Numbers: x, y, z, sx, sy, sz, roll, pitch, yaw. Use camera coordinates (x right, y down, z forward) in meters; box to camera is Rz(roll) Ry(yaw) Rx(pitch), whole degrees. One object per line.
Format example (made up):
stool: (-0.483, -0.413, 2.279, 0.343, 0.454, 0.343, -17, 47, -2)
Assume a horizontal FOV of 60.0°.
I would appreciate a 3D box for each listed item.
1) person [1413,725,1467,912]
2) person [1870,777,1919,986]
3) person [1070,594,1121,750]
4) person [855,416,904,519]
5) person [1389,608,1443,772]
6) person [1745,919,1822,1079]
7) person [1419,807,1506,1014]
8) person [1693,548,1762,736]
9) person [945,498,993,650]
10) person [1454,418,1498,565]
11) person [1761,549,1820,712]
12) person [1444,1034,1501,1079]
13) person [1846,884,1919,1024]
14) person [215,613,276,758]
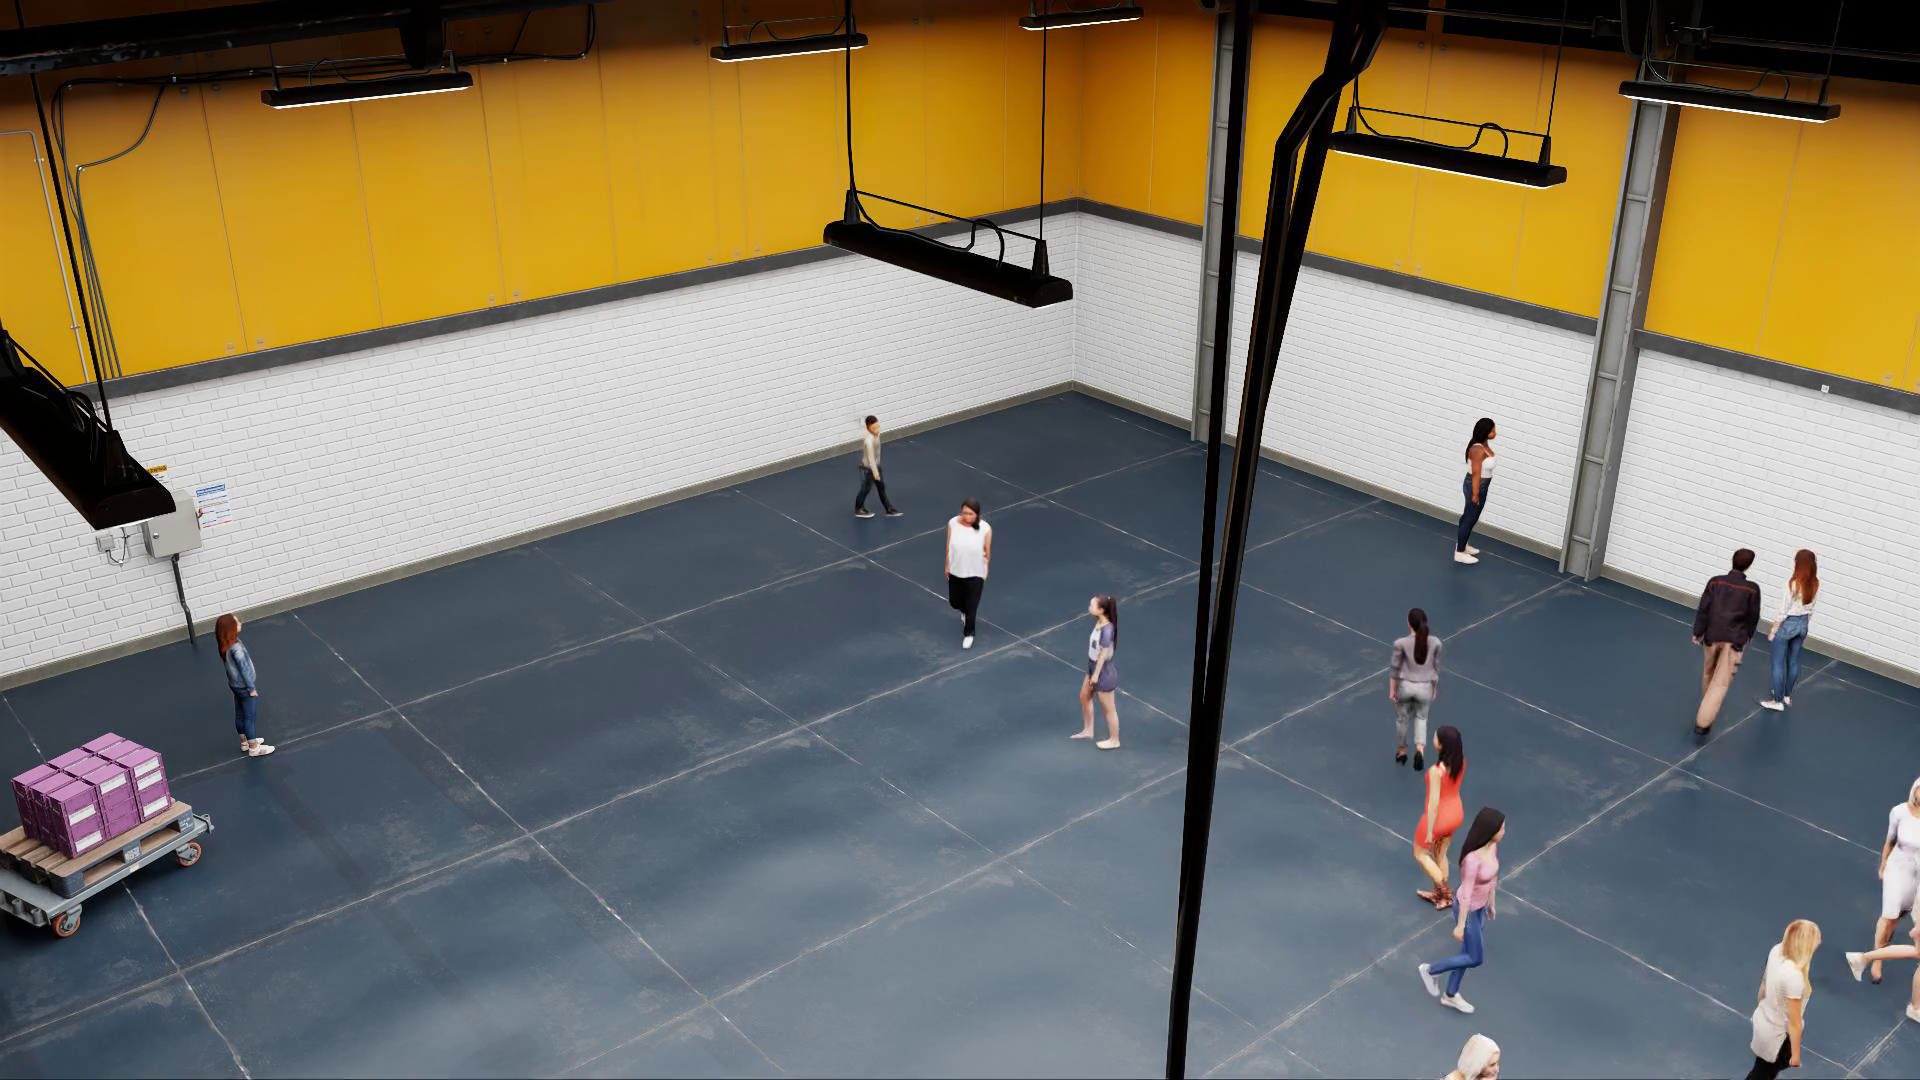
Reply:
person: (3.978, 2.317, 13.492, 0.596, 1.703, 0.717, -15, 28, -30)
person: (7.384, 2.555, 12.938, 1.070, 1.711, 0.936, 10, 25, 21)
person: (1.461, 1.276, 15.961, 0.839, 1.634, 0.786, -2, 24, -5)
person: (-1.186, -0.936, 21.269, 0.987, 1.434, 0.861, 5, 24, 11)
person: (4.254, 1.449, 15.528, 0.863, 1.662, 0.926, 2, 24, 4)
person: (5.344, 3.287, 11.133, 0.813, 1.816, 0.754, 2, 24, 5)
person: (3.767, 2.744, 12.488, 0.764, 1.724, 0.650, 19, 30, 37)
person: (7.448, 1.025, 16.232, 1.279, 1.875, 0.946, 17, 29, 34)
person: (0.088, 0.306, 18.131, 0.961, 1.673, 0.966, 8, 25, 17)
person: (6.211, -0.621, 20.083, 0.767, 1.807, 0.748, 8, 25, 18)
person: (8.365, 0.887, 16.723, 0.713, 1.736, 0.765, -5, 24, -10)
person: (3.017, 3.709, 10.320, 0.605, 1.693, 0.986, -16, 28, -32)
person: (7.104, 2.795, 12.363, 0.994, 1.731, 0.658, 21, 31, 40)
person: (-6.886, 1.376, 15.927, 0.643, 1.477, 0.456, -22, 32, -40)
